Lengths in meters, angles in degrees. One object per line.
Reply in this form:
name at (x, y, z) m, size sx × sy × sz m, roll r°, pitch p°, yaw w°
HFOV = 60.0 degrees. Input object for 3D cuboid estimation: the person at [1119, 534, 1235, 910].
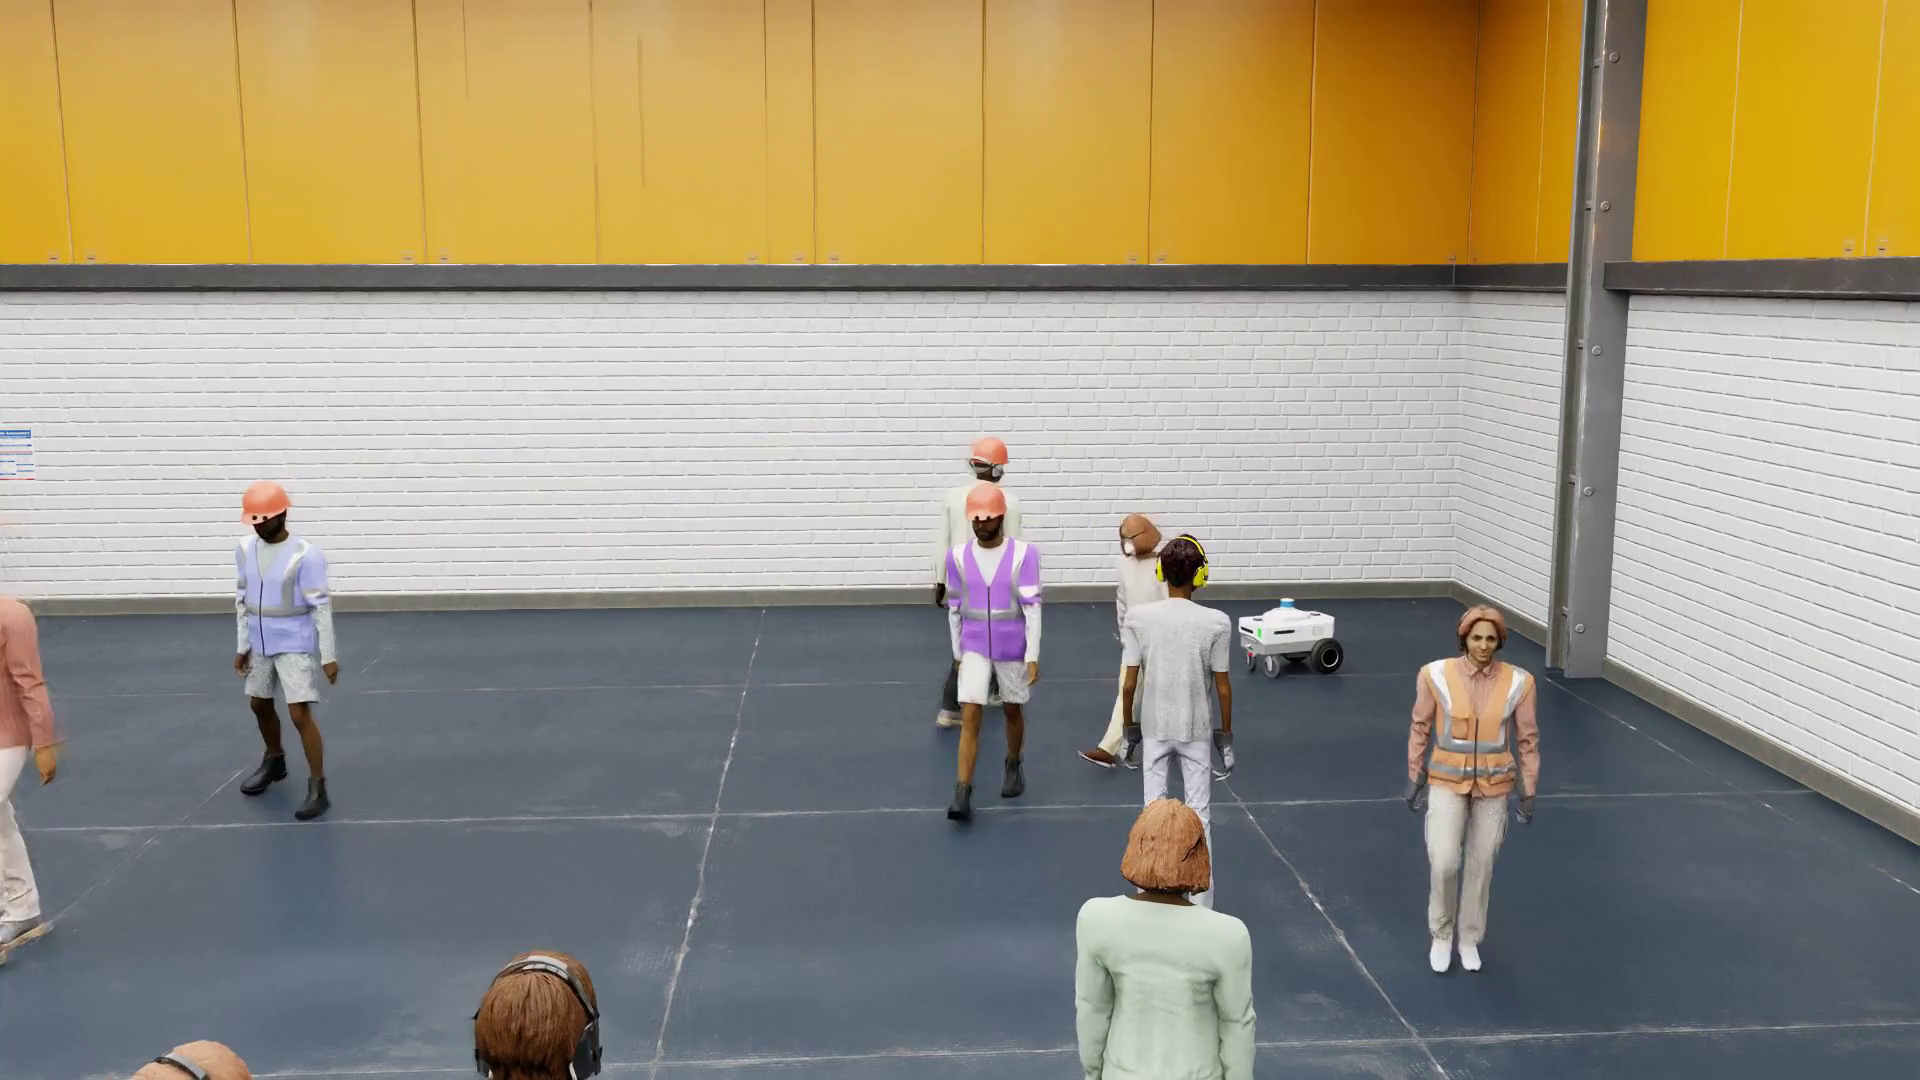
person at (0.989, 0.903, 7.584) m, size 0.534 × 1.868 × 0.309 m, roll 3°, pitch 9°, yaw 17°

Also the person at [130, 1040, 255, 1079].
person at (-1.399, 1.722, 3.162) m, size 0.513 × 1.640 × 0.309 m, roll 4°, pitch 10°, yaw 26°

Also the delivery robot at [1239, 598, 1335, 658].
delivery robot at (2.498, 0.692, 12.730) m, size 0.707 × 0.478 × 0.477 m, roll -3°, pitch 10°, yaw -21°

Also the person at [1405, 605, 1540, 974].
person at (2.212, 1.087, 7.168) m, size 0.546 × 1.619 × 0.458 m, roll 1°, pitch 9°, yaw 9°

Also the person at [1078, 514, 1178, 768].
person at (1.124, 0.631, 10.198) m, size 0.521 × 1.577 × 0.894 m, roll 8°, pitch 12°, yaw 41°

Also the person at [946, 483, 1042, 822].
person at (0.182, 0.614, 9.364) m, size 0.565 × 1.879 × 1.009 m, roll 2°, pitch 9°, yaw 11°

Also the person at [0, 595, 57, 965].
person at (-4.368, 0.908, 7.230) m, size 0.666 × 1.966 × 0.795 m, roll 3°, pitch 10°, yaw 19°

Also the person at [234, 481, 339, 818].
person at (-3.870, 0.592, 9.448) m, size 0.788 × 1.904 × 0.586 m, roll 3°, pitch 10°, yaw 18°

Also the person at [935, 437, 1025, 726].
person at (0.138, 0.273, 11.353) m, size 0.629 × 1.933 × 1.045 m, roll 7°, pitch 11°, yaw 36°

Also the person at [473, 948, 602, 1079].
person at (-0.737, 1.645, 3.043) m, size 0.626 × 1.842 × 0.429 m, roll 1°, pitch 9°, yaw 8°

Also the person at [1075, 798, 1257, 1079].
person at (0.560, 1.503, 4.556) m, size 0.498 × 1.633 × 0.285 m, roll 3°, pitch 10°, yaw 21°
